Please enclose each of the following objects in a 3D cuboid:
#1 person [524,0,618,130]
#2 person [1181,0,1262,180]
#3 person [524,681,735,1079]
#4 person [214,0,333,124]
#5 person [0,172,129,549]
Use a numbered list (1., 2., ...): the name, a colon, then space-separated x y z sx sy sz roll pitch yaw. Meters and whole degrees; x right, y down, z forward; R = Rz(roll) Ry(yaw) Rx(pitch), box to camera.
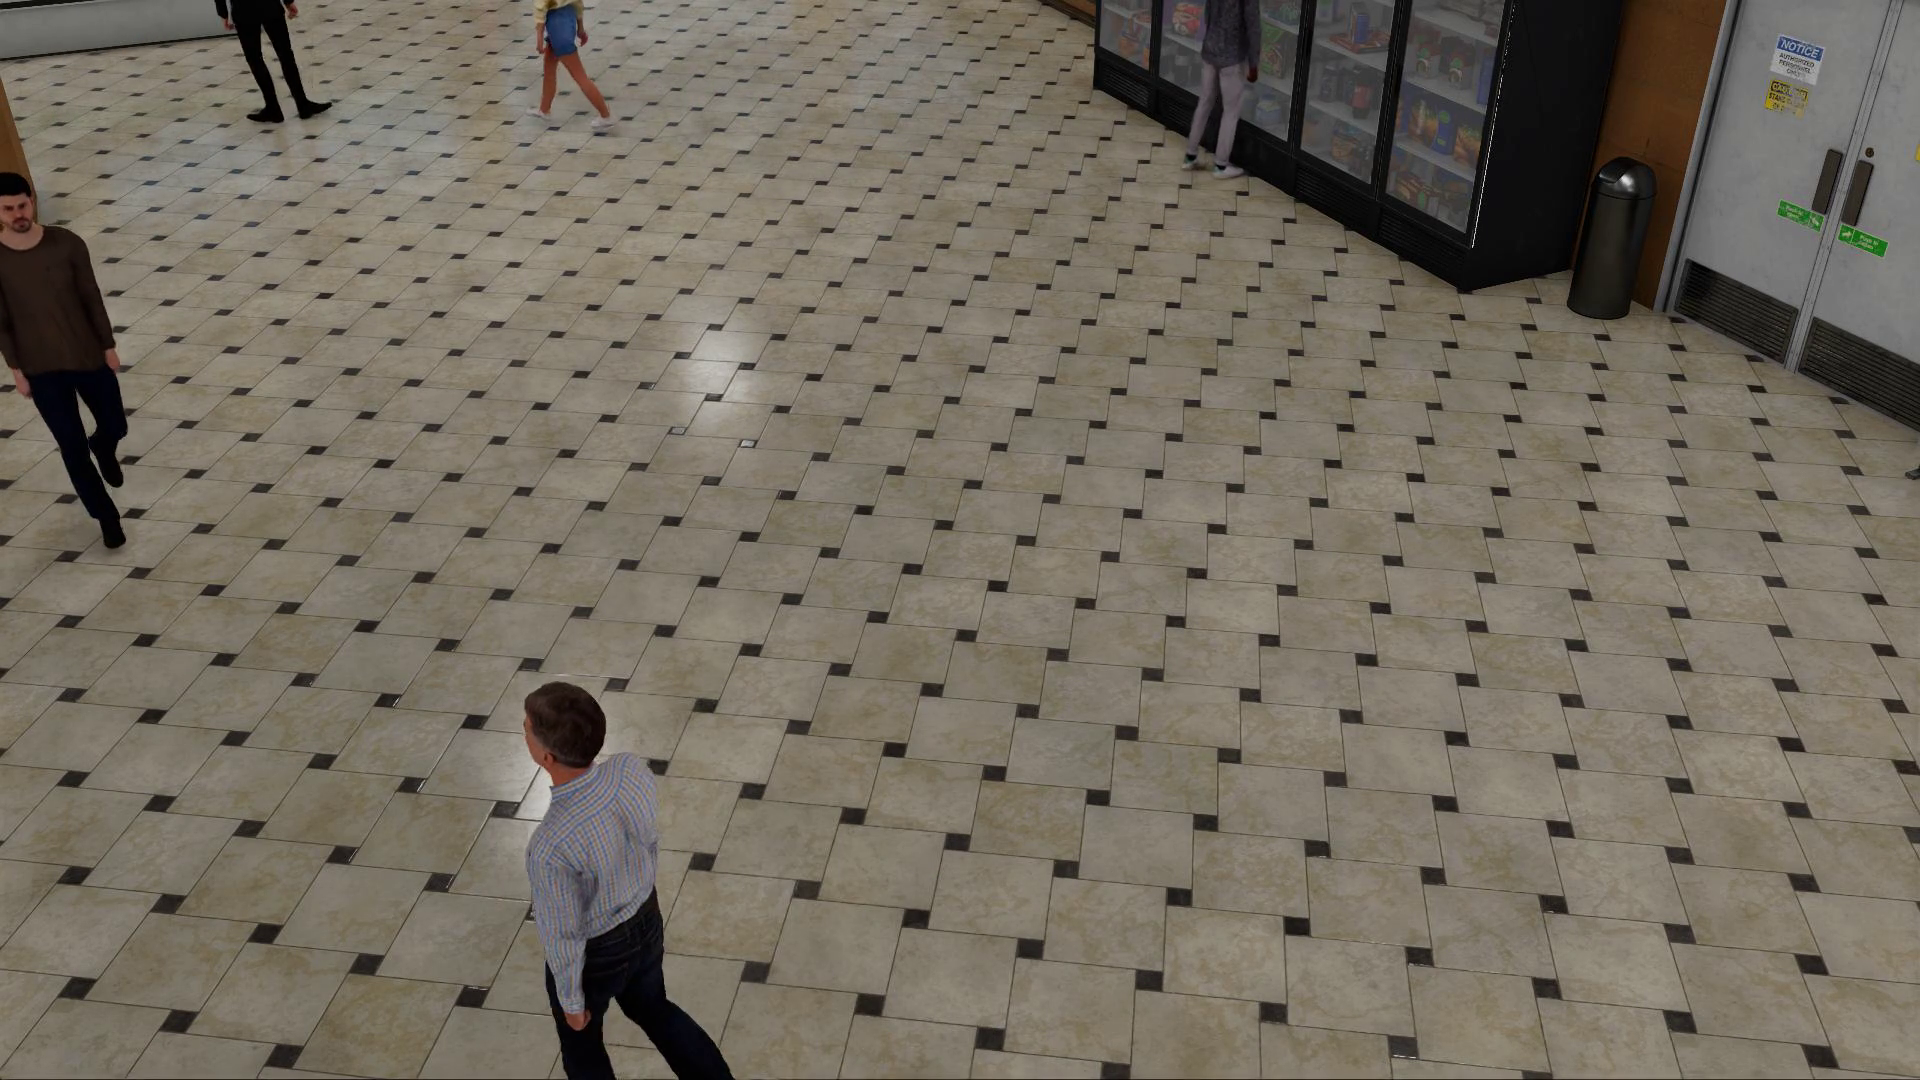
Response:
1. person: -3.156 -4.077 13.442 1.185 1.588 1.139 12 34 19
2. person: 1.976 -3.645 12.523 0.716 1.825 0.776 -22 38 -31
3. person: -0.958 1.173 4.800 1.053 1.805 1.063 16 36 25
4. person: -5.711 -4.366 13.660 0.629 1.848 0.989 -15 35 -22
5. person: -4.353 -0.898 8.066 1.003 1.872 0.827 -18 36 -26
